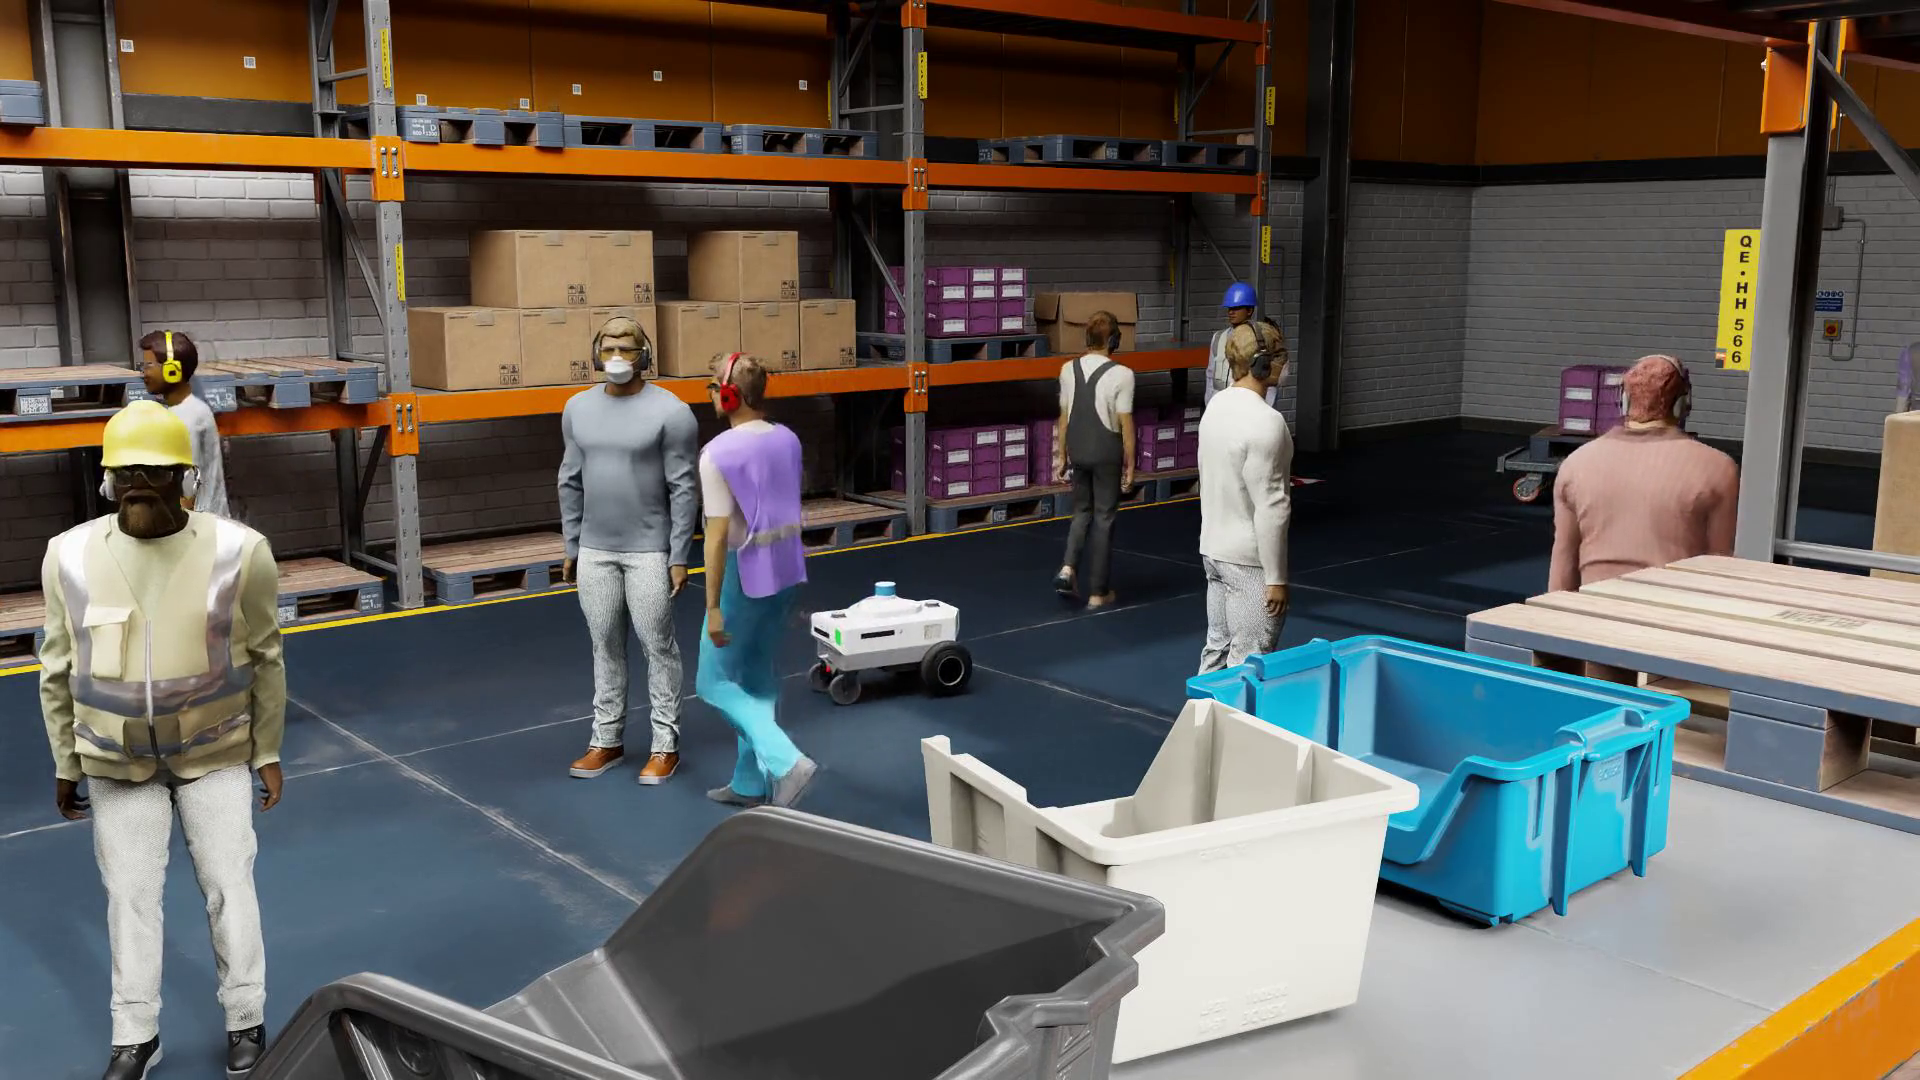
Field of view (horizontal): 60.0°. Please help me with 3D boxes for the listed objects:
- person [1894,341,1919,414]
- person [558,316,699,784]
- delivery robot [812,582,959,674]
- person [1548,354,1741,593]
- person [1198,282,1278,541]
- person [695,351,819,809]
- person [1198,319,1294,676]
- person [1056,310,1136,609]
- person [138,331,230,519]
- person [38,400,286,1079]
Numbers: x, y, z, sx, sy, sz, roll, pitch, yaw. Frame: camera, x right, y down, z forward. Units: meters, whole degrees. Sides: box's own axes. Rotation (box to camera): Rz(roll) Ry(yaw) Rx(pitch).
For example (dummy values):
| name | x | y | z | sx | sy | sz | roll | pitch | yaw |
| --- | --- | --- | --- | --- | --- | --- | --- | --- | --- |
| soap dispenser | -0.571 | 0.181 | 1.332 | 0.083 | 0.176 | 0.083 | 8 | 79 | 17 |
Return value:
| name | x | y | z | sx | sy | sz | roll | pitch | yaw |
| --- | --- | --- | --- | --- | --- | --- | --- | --- | --- |
| person | 6.602 | -0.707 | 11.169 | 0.594 | 1.924 | 0.382 | 8 | 13 | 37 |
| person | -1.382 | 0.047 | 6.913 | 0.630 | 1.940 | 0.372 | 3 | 11 | 18 |
| delivery robot | -0.370 | 0.451 | 8.263 | 0.707 | 0.478 | 0.477 | -5 | 11 | -28 |
| person | 2.344 | 0.294 | 5.742 | 0.950 | 1.867 | 0.640 | -8 | 13 | -38 |
| person | 2.064 | -0.921 | 12.306 | 0.602 | 1.949 | 0.387 | 9 | 14 | 42 |
| person | -0.784 | 0.190 | 6.417 | 0.534 | 1.830 | 0.574 | 6 | 12 | 30 |
| person | 1.147 | 0.096 | 6.638 | 0.372 | 1.940 | 0.630 | -3 | 10 | -15 |
| person | 0.824 | -0.475 | 10.128 | 0.543 | 1.835 | 0.441 | 7 | 12 | 34 |
| person | -3.493 | 0.014 | 7.329 | 0.641 | 1.852 | 0.554 | -5 | 11 | -27 |
| person | -2.091 | 0.548 | 4.391 | 0.592 | 1.836 | 0.404 | -3 | 11 | -16 |
